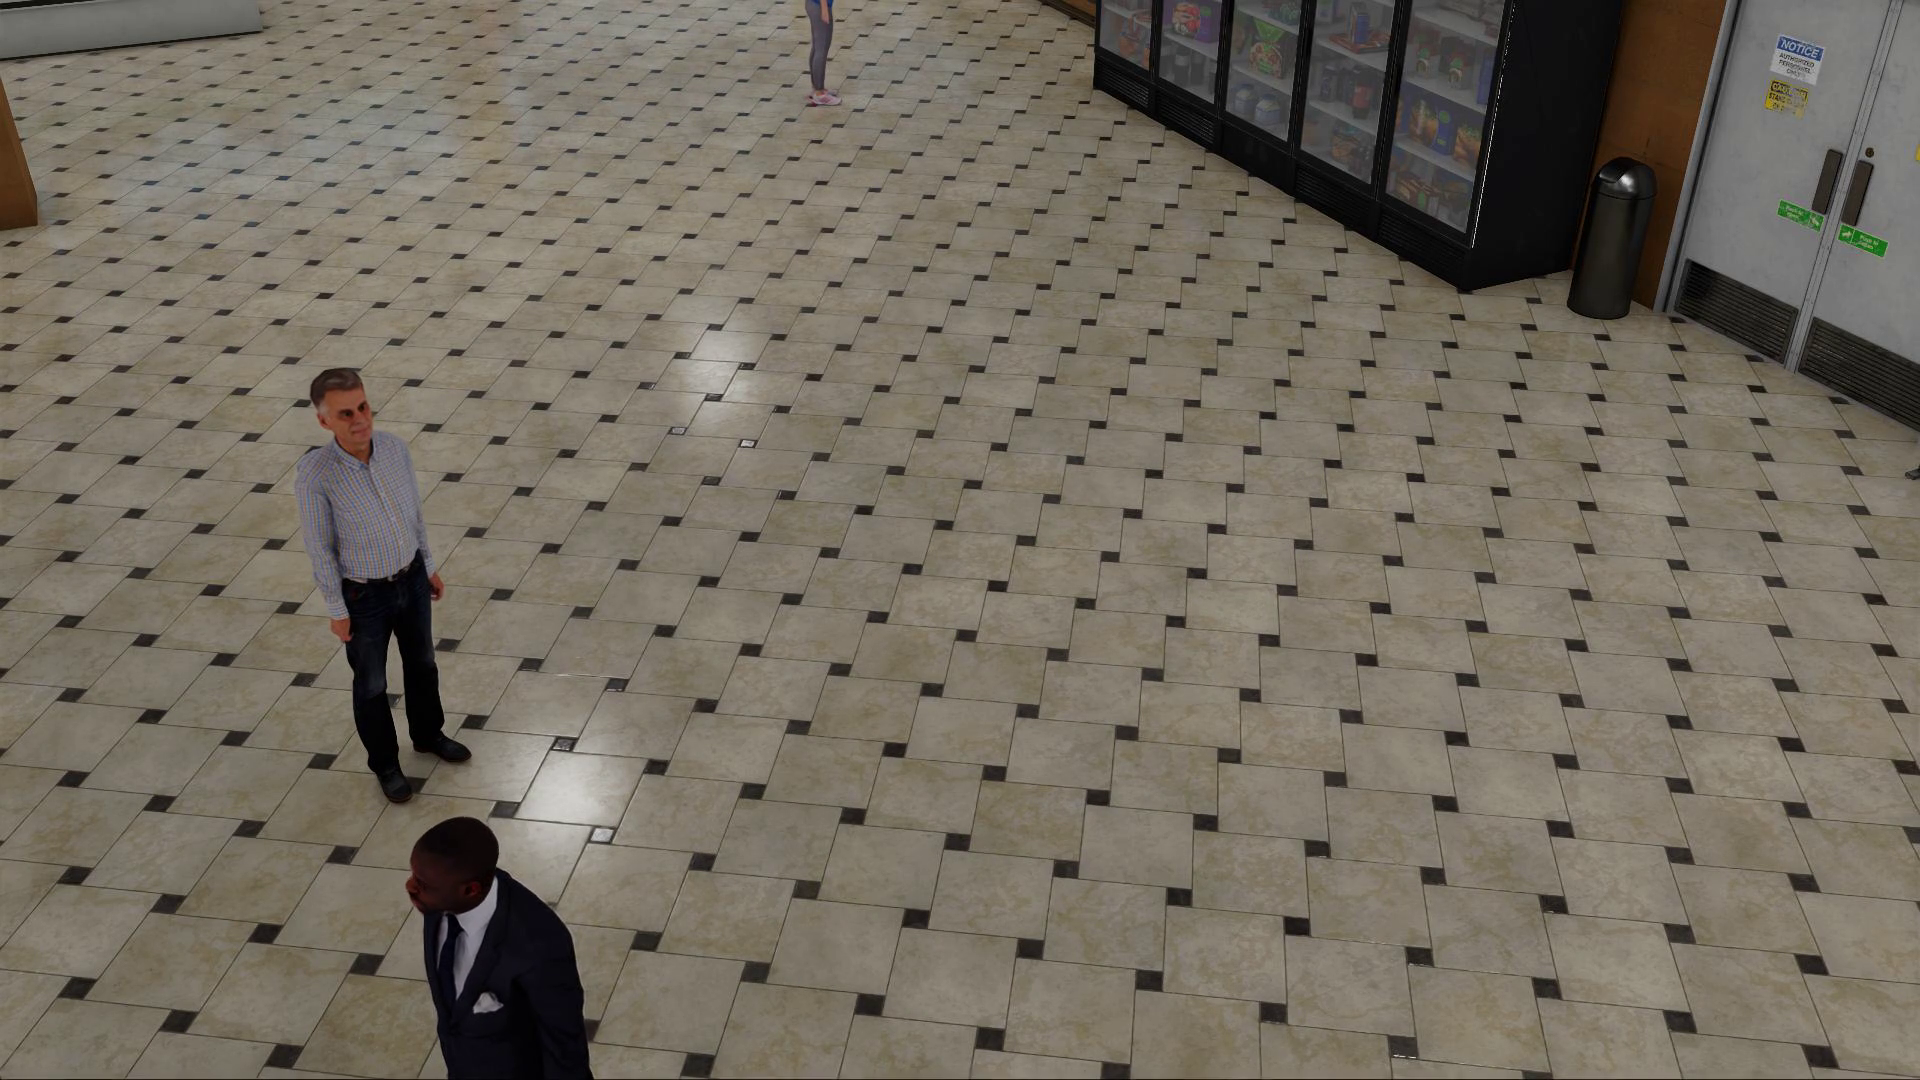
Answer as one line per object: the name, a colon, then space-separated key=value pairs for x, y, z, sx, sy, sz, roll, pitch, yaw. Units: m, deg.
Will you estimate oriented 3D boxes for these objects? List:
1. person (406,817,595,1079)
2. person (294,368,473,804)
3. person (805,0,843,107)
person: x=-1.171 y=1.421 z=4.384 sx=0.779 sy=1.824 sz=0.747 roll=24 pitch=39 yaw=33
person: x=-2.242 y=0.158 z=6.418 sx=0.795 sy=1.820 sz=0.664 roll=22 pitch=38 yaw=31
person: x=-1.191 y=-4.543 z=14.172 sx=0.597 sy=1.608 sz=0.618 roll=-5 pitch=32 yaw=-8
